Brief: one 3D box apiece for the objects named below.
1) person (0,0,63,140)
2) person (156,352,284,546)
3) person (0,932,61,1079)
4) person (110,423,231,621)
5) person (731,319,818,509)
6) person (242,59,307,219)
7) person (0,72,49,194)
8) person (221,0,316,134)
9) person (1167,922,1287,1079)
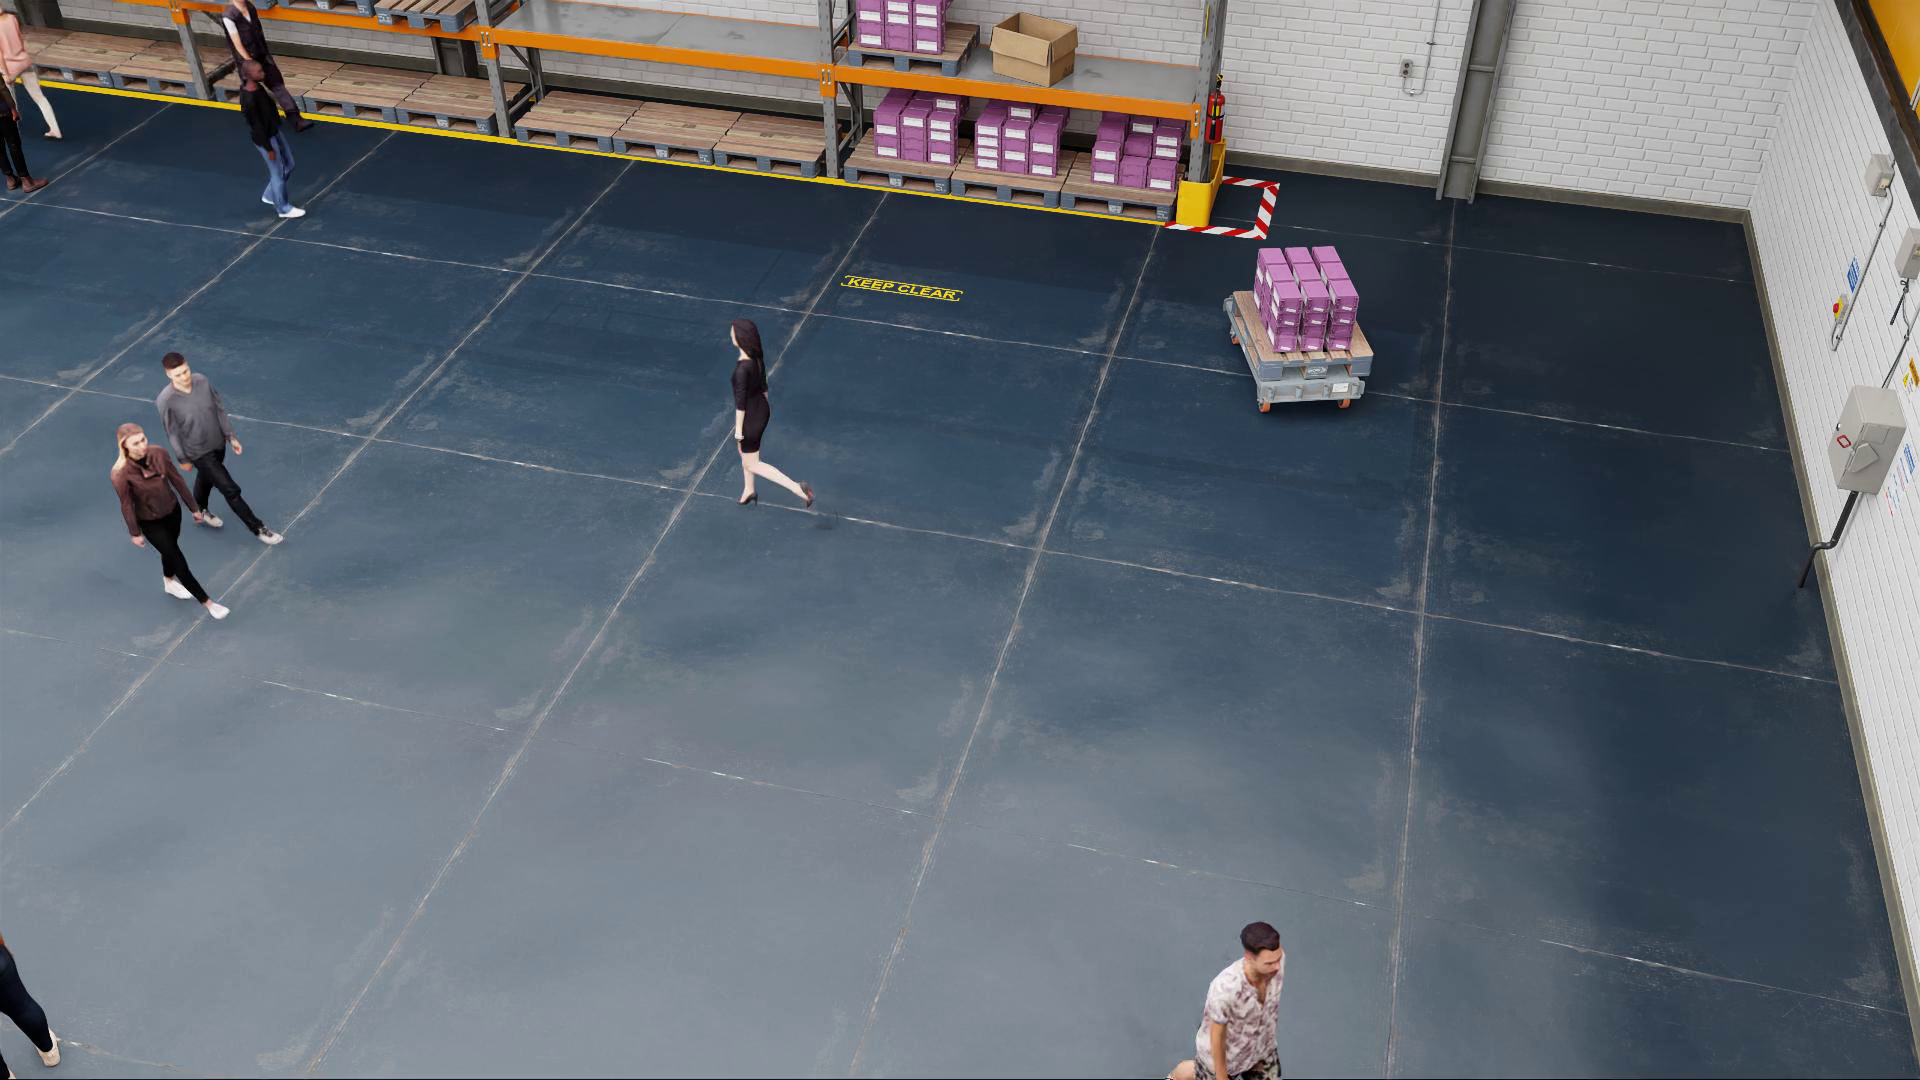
[{"bbox_3d":[-10.572,-5.306,18.731,1.159,1.677,0.733,16,41,19],"label":"person"},{"bbox_3d":[-5.944,-0.738,12.982,1.180,1.713,0.711,15,41,18],"label":"person"},{"bbox_3d":[-5.391,2.354,9.033,0.749,1.810,0.736,29,47,31],"label":"person"},{"bbox_3d":[-5.972,-0.179,12.321,1.122,1.664,0.807,19,42,22],"label":"person"},{"bbox_3d":[-1.558,-0.905,13.142,0.975,1.774,0.624,8,39,10],"label":"person"},{"bbox_3d":[-7.238,-4.136,17.218,0.747,1.737,0.707,-3,39,-4],"label":"person"},{"bbox_3d":[-10.293,-4.602,17.722,0.532,1.836,0.770,13,40,16],"label":"person"},{"bbox_3d":[-8.074,-5.431,18.787,1.243,1.802,0.843,17,42,20],"label":"person"},{"bbox_3d":[1.390,2.585,8.770,1.147,1.777,1.208,-20,43,-23],"label":"person"}]
